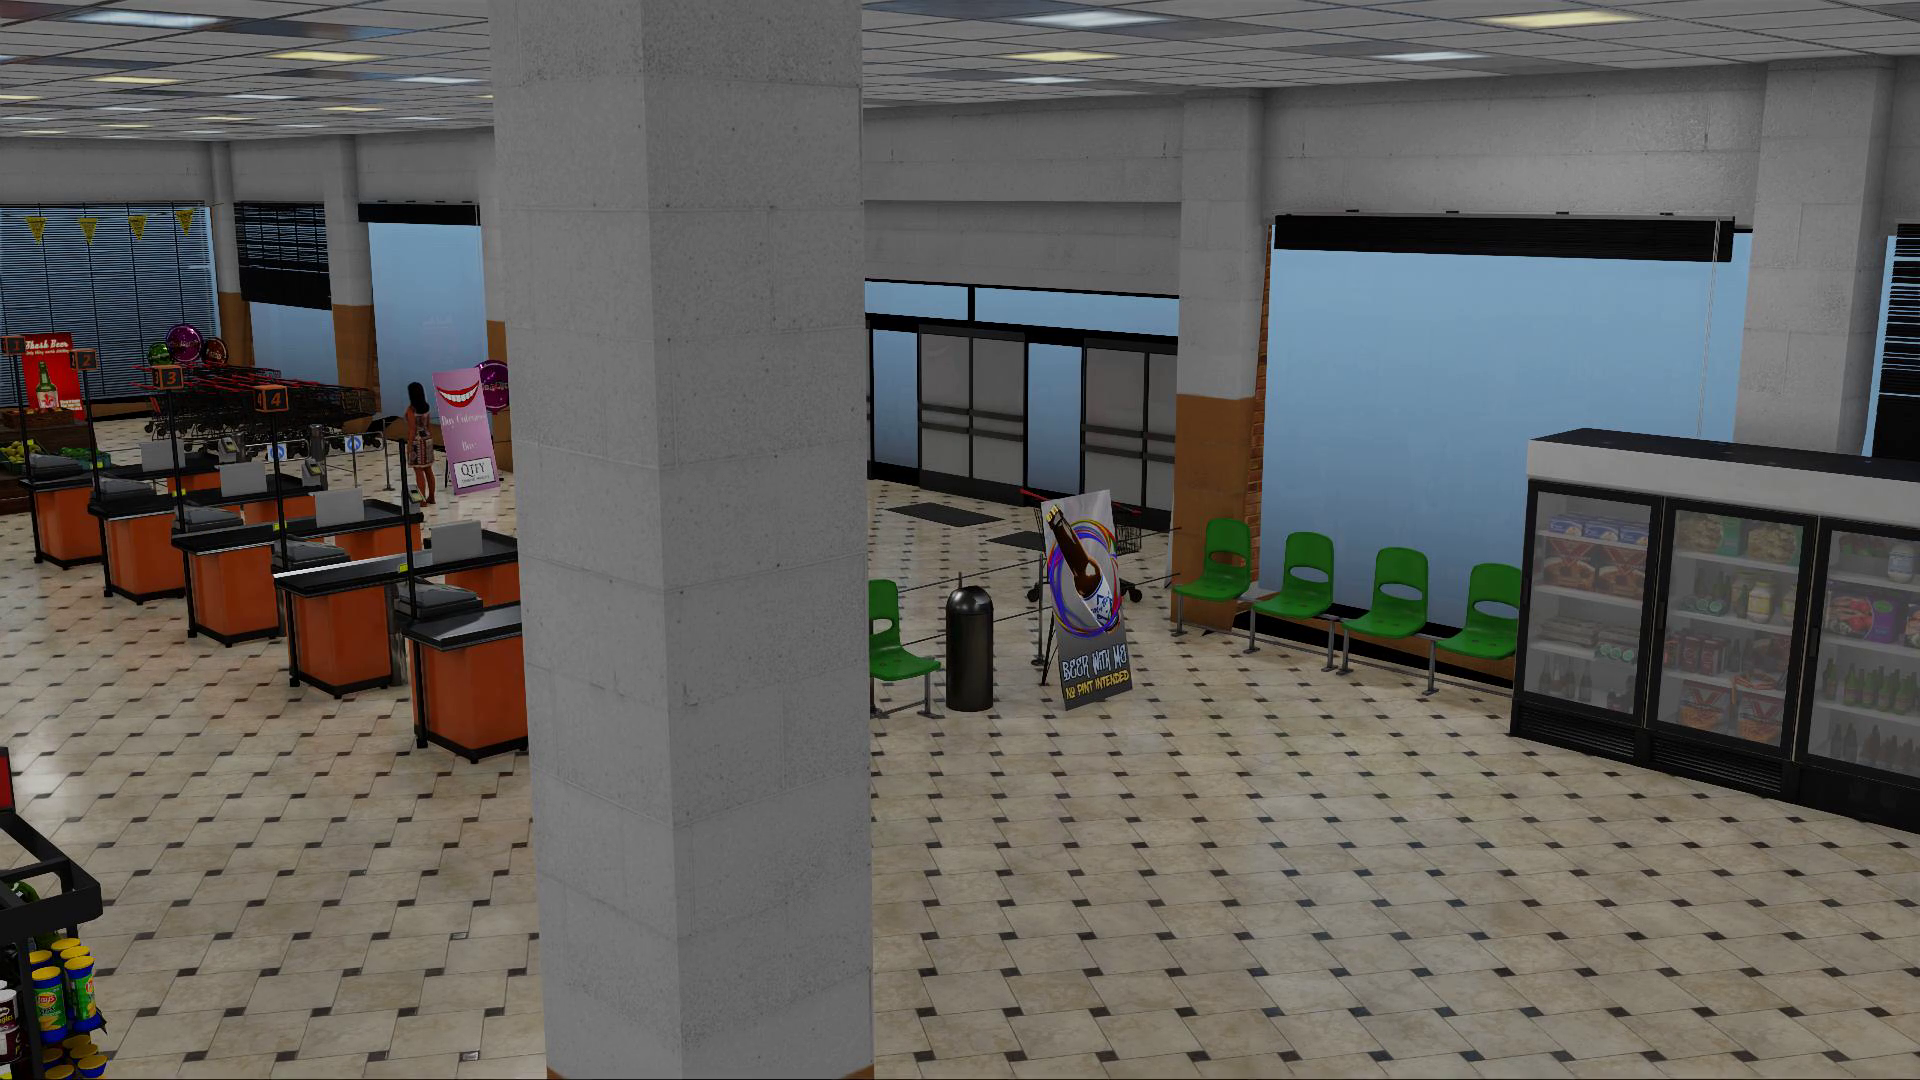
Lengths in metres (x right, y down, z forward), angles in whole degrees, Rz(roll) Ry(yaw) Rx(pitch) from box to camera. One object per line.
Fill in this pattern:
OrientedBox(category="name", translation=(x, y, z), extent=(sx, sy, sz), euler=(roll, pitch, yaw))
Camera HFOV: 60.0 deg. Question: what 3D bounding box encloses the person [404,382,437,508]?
OrientedBox(category="person", translation=(-7.146, -1.271, 21.997), extent=(0.784, 1.645, 0.639), euler=(4, 12, 17))
